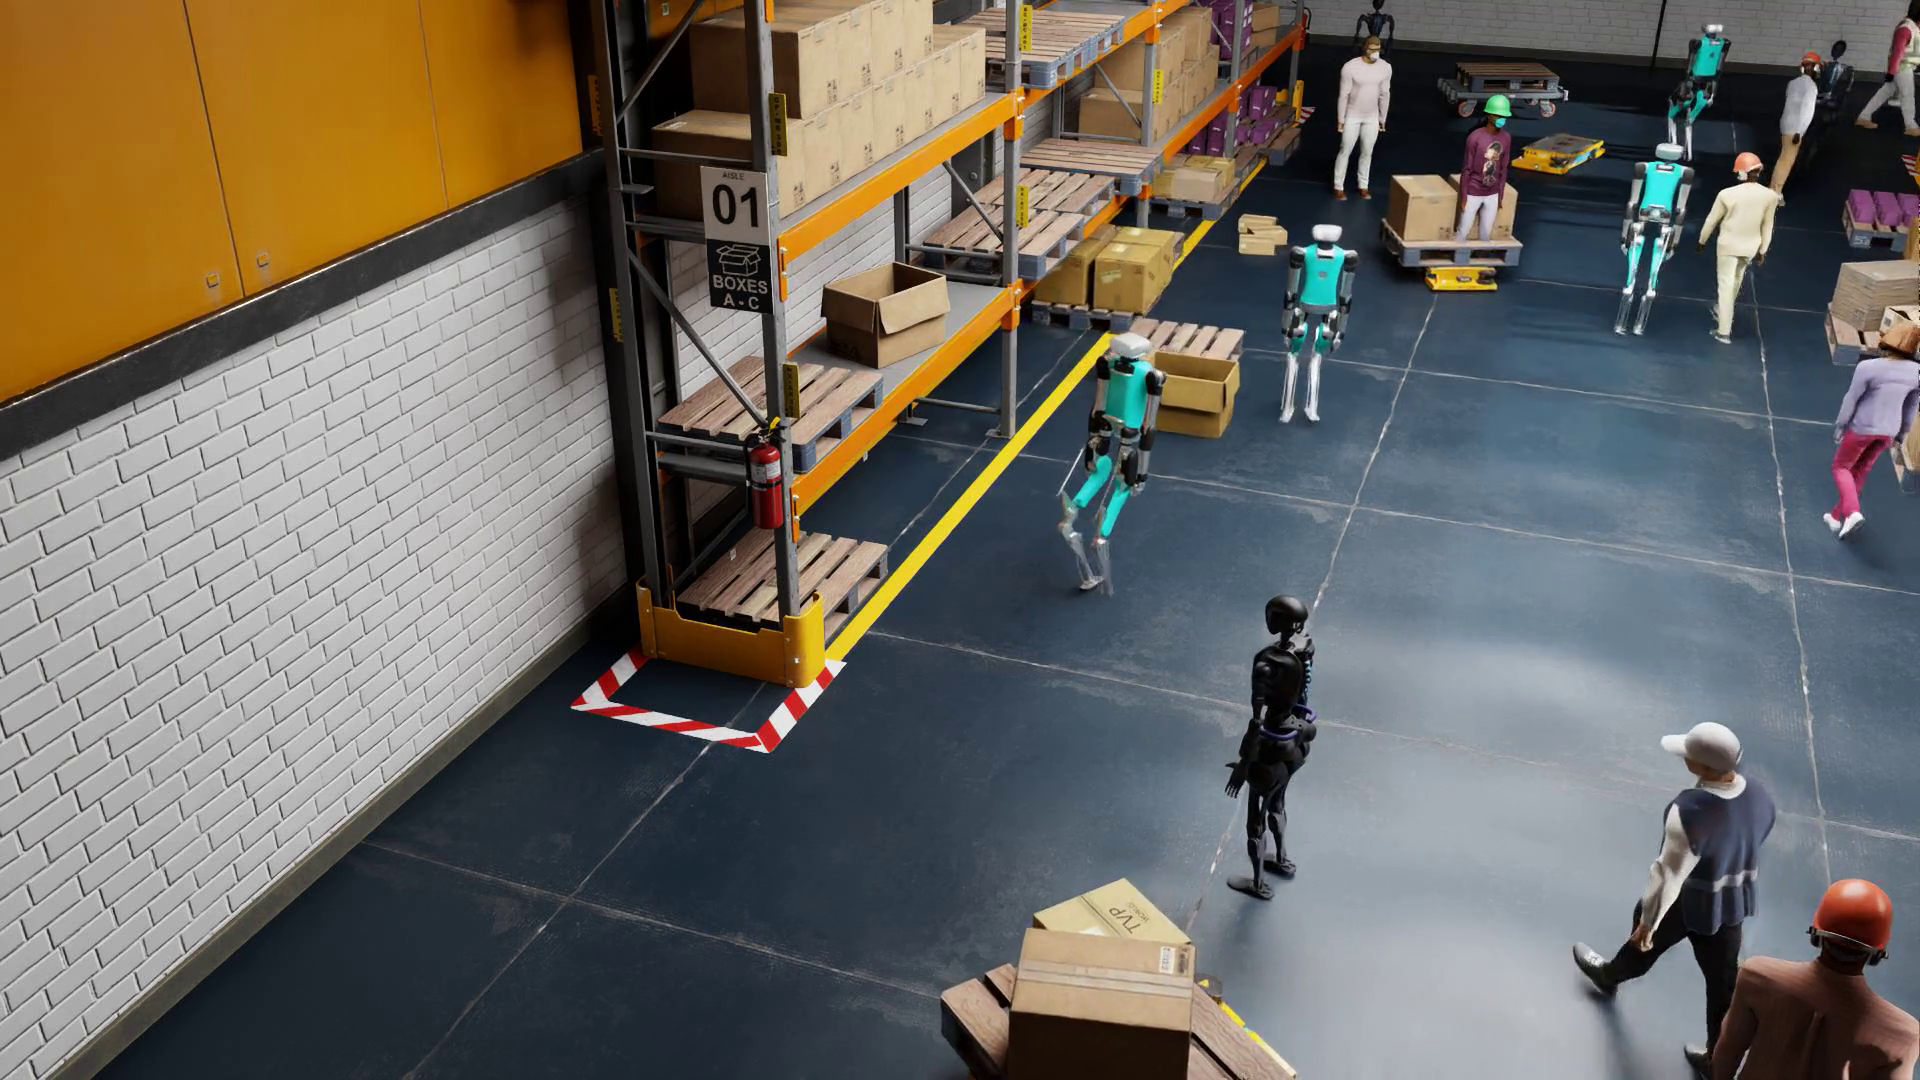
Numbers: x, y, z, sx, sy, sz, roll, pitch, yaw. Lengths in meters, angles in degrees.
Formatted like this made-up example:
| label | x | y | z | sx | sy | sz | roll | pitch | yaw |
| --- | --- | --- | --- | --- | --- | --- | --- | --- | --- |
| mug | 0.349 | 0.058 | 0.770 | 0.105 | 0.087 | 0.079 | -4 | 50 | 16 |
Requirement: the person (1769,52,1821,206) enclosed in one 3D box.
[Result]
| label | x | y | z | sx | sy | sz | roll | pitch | yaw |
| --- | --- | --- | --- | --- | --- | --- | --- | --- | --- |
| person | 9.822 | -4.816 | 19.523 | 0.376 | 1.703 | 0.713 | 3 | 27 | 6 |

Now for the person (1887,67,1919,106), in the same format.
| label | x | y | z | sx | sy | sz | roll | pitch | yaw |
| --- | --- | --- | --- | --- | --- | --- | --- | --- | --- |
| person | 13.788 | -7.077 | 24.007 | 0.432 | 1.621 | 0.503 | 8 | 28 | 15 |

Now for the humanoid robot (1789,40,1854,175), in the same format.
| label | x | y | z | sx | sy | sz | roll | pitch | yaw |
| --- | --- | --- | --- | --- | --- | --- | --- | --- | --- |
| humanoid robot | 10.617 | -5.314 | 20.556 | 0.615 | 1.638 | 0.542 | 12 | 30 | 23 |

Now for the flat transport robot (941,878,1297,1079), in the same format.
| label | x | y | z | sx | sy | sz | roll | pitch | yaw |
| --- | --- | --- | --- | --- | --- | --- | --- | --- | --- |
| flat transport robot | 0.692 | 2.361 | 7.170 | 1.431 | 0.231 | 0.659 | -15 | 31 | -27 |

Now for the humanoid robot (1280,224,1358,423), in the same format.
| label | x | y | z | sx | sy | sz | roll | pitch | yaw |
| --- | --- | --- | --- | --- | --- | --- | --- | --- | --- |
| humanoid robot | 2.879 | -1.793 | 13.539 | 0.539 | 1.722 | 0.733 | 4 | 28 | 7 |

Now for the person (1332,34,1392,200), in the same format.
| label | x | y | z | sx | sy | sz | roll | pitch | yaw |
| --- | --- | --- | --- | --- | --- | --- | --- | --- | --- |
| person | 4.733 | -4.970 | 19.587 | 0.632 | 1.932 | 0.372 | -4 | 28 | -7 |

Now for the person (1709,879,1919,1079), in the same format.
| label | x | y | z | sx | sy | sz | roll | pitch | yaw |
| --- | --- | --- | --- | --- | --- | --- | --- | --- | --- |
| person | 2.976 | 2.045 | 5.917 | 0.610 | 1.986 | 0.402 | 22 | 35 | 36 |

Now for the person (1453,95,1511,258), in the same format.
| label | x | y | z | sx | sy | sz | roll | pitch | yaw |
| --- | --- | --- | --- | --- | --- | --- | --- | --- | --- |
| person | 5.247 | -3.507 | 16.735 | 0.496 | 1.943 | 0.429 | -6 | 28 | -12 |

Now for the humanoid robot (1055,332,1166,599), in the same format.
| label | x | y | z | sx | sy | sz | roll | pitch | yaw |
| --- | --- | --- | --- | --- | --- | --- | --- | --- | --- |
| humanoid robot | 0.923 | -0.423 | 11.023 | 0.541 | 1.813 | 0.818 | 24 | 36 | 38 |

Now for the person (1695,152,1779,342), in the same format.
| label | x | y | z | sx | sy | sz | roll | pitch | yaw |
| --- | --- | --- | --- | --- | --- | --- | --- | --- | --- |
| person | 7.211 | -2.774 | 15.565 | 0.556 | 1.701 | 0.833 | -2 | 27 | -4 |

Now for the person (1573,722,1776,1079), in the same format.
| label | x | y | z | sx | sy | sz | roll | pitch | yaw |
| --- | --- | --- | --- | --- | --- | --- | --- | --- | --- |
| person | 3.190 | 1.499 | 7.271 | 0.755 | 1.699 | 0.945 | -8 | 28 | -15 |

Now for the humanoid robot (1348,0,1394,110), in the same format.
| label | x | y | z | sx | sy | sz | roll | pitch | yaw |
| --- | --- | --- | --- | --- | --- | --- | --- | --- | --- |
| humanoid robot | 5.801 | -6.842 | 23.483 | 0.603 | 1.653 | 0.451 | 0 | 27 | 1 |

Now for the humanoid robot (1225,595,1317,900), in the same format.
| label | x | y | z | sx | sy | sz | roll | pitch | yaw |
| --- | --- | --- | --- | --- | --- | --- | --- | --- | --- |
| humanoid robot | 1.559 | 1.018 | 8.237 | 0.307 | 1.653 | 0.608 | 21 | 34 | 34 |

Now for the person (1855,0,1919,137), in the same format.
| label | x | y | z | sx | sy | sz | roll | pitch | yaw |
| --- | --- | --- | --- | --- | --- | --- | --- | --- | --- |
| person | 12.811 | -6.424 | 22.553 | 0.938 | 1.789 | 0.623 | 17 | 32 | 30 |

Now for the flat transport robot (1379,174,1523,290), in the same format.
| label | x | y | z | sx | sy | sz | roll | pitch | yaw |
| --- | --- | --- | --- | --- | --- | --- | --- | --- | --- |
| flat transport robot | 5.085 | -2.914 | 17.402 | 0.659 | 0.231 | 1.431 | -1 | 27 | -1 |

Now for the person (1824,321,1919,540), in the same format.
| label | x | y | z | sx | sy | sz | roll | pitch | yaw |
| --- | --- | --- | --- | --- | --- | --- | --- | --- | --- |
| person | 6.463 | -0.737 | 11.720 | 0.530 | 1.598 | 0.550 | 1 | 27 | 1 |

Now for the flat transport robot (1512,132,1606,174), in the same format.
| label | x | y | z | sx | sy | sz | roll | pitch | yaw |
| --- | --- | --- | --- | --- | --- | --- | --- | --- | --- |
| flat transport robot | 7.722 | -4.976 | 21.403 | 0.659 | 0.231 | 1.431 | 21 | 34 | 35 |

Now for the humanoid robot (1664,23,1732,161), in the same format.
| label | x | y | z | sx | sy | sz | roll | pitch | yaw |
| --- | --- | --- | --- | --- | --- | --- | --- | --- | --- |
| humanoid robot | 9.313 | -5.692 | 21.244 | 0.544 | 1.839 | 0.712 | -4 | 28 | -8 |

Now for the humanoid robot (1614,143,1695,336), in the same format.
| label | x | y | z | sx | sy | sz | roll | pitch | yaw |
| --- | --- | --- | --- | --- | --- | --- | --- | --- | --- |
| humanoid robot | 6.406 | -2.749 | 15.444 | 0.531 | 1.740 | 0.747 | 11 | 29 | 20 |
